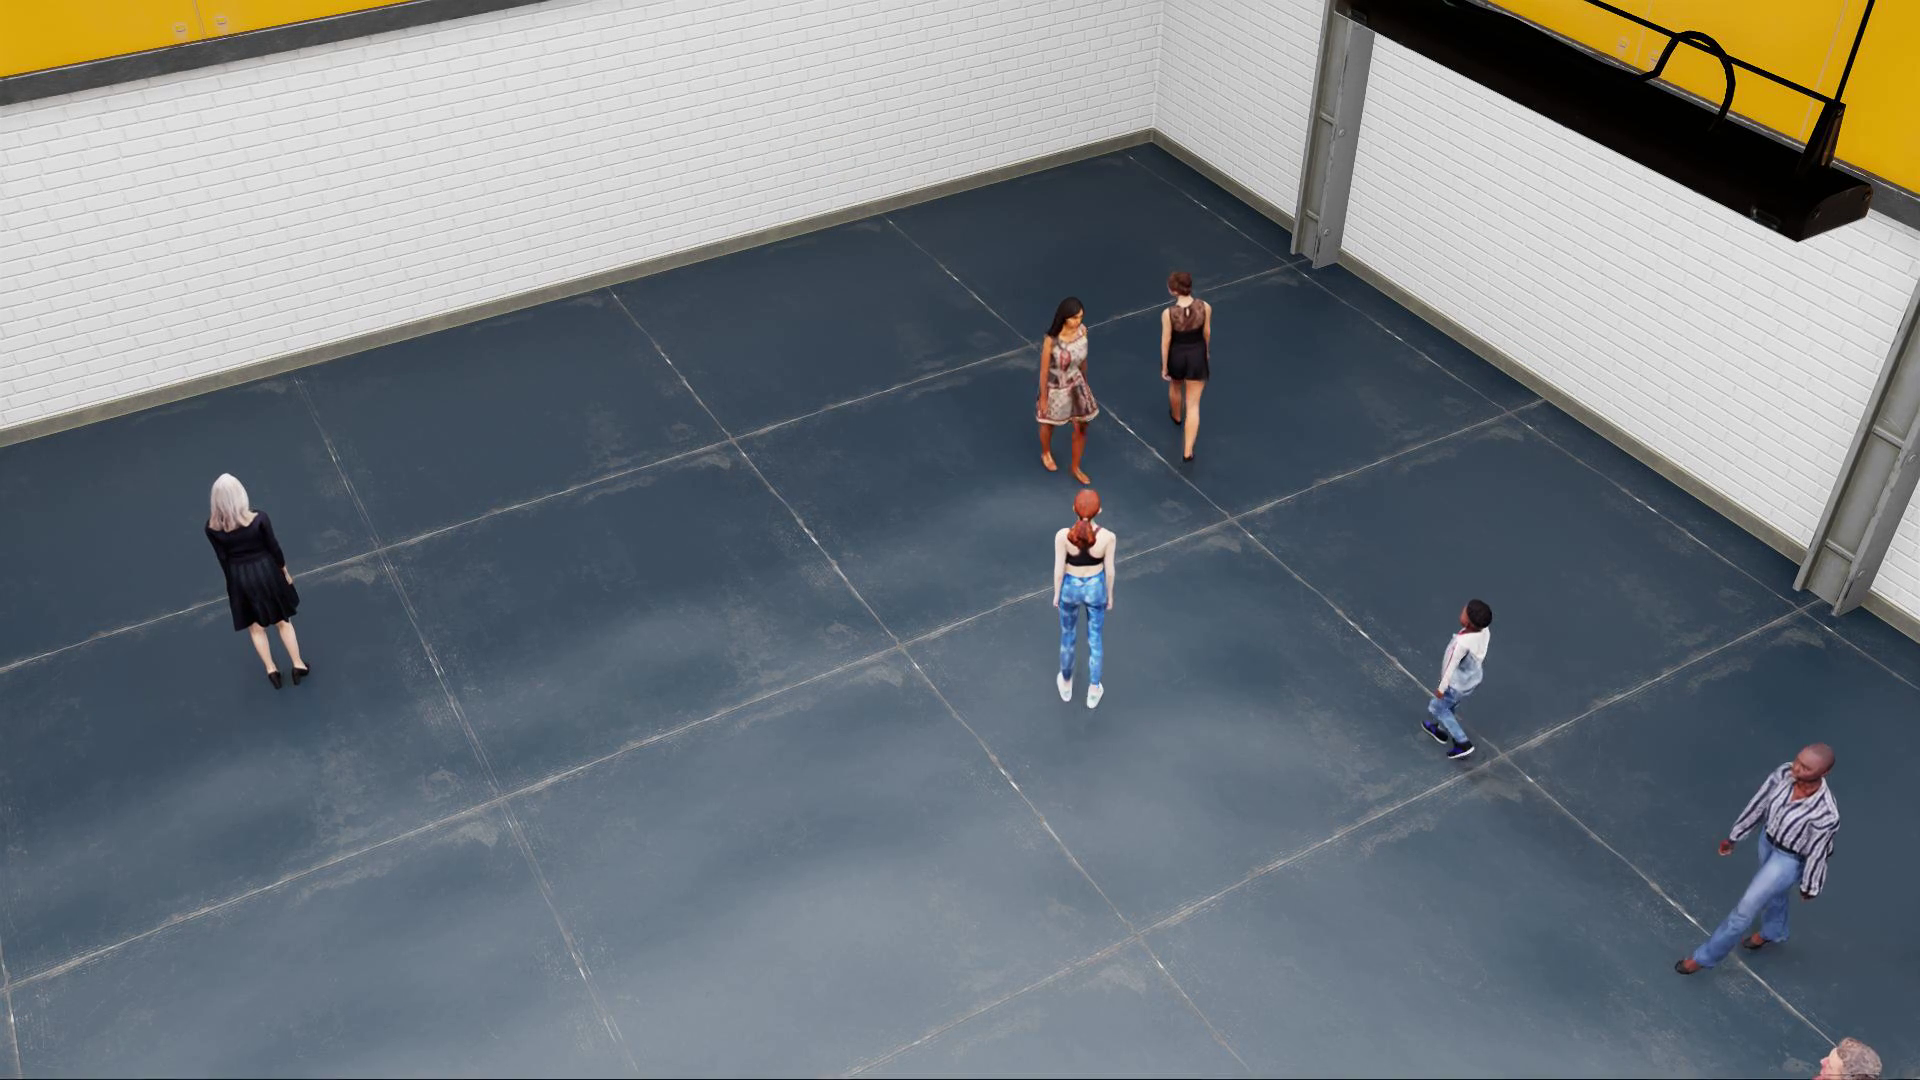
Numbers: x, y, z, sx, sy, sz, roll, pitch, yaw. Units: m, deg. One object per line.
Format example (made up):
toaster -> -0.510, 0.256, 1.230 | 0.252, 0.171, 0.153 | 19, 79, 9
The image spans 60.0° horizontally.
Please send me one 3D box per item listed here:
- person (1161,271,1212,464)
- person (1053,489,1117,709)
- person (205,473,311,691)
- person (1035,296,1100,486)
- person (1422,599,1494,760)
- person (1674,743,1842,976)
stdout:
person -> 1.842, -1.380, 13.465 | 0.993, 1.623, 1.211 | 3, 39, 3
person -> 0.822, 0.390, 11.116 | 0.693, 1.789, 0.747 | 1, 39, 1
person -> -4.767, 0.284, 11.283 | 0.643, 1.745, 0.620 | -12, 40, -15
person -> 0.778, -1.266, 13.322 | 0.655, 1.623, 0.792 | -18, 42, -21
person -> 3.300, 0.928, 10.875 | 0.543, 1.249, 0.707 | -27, 46, -29
person -> 4.725, 1.776, 9.405 | 0.935, 1.757, 1.056 | -5, 39, -7
